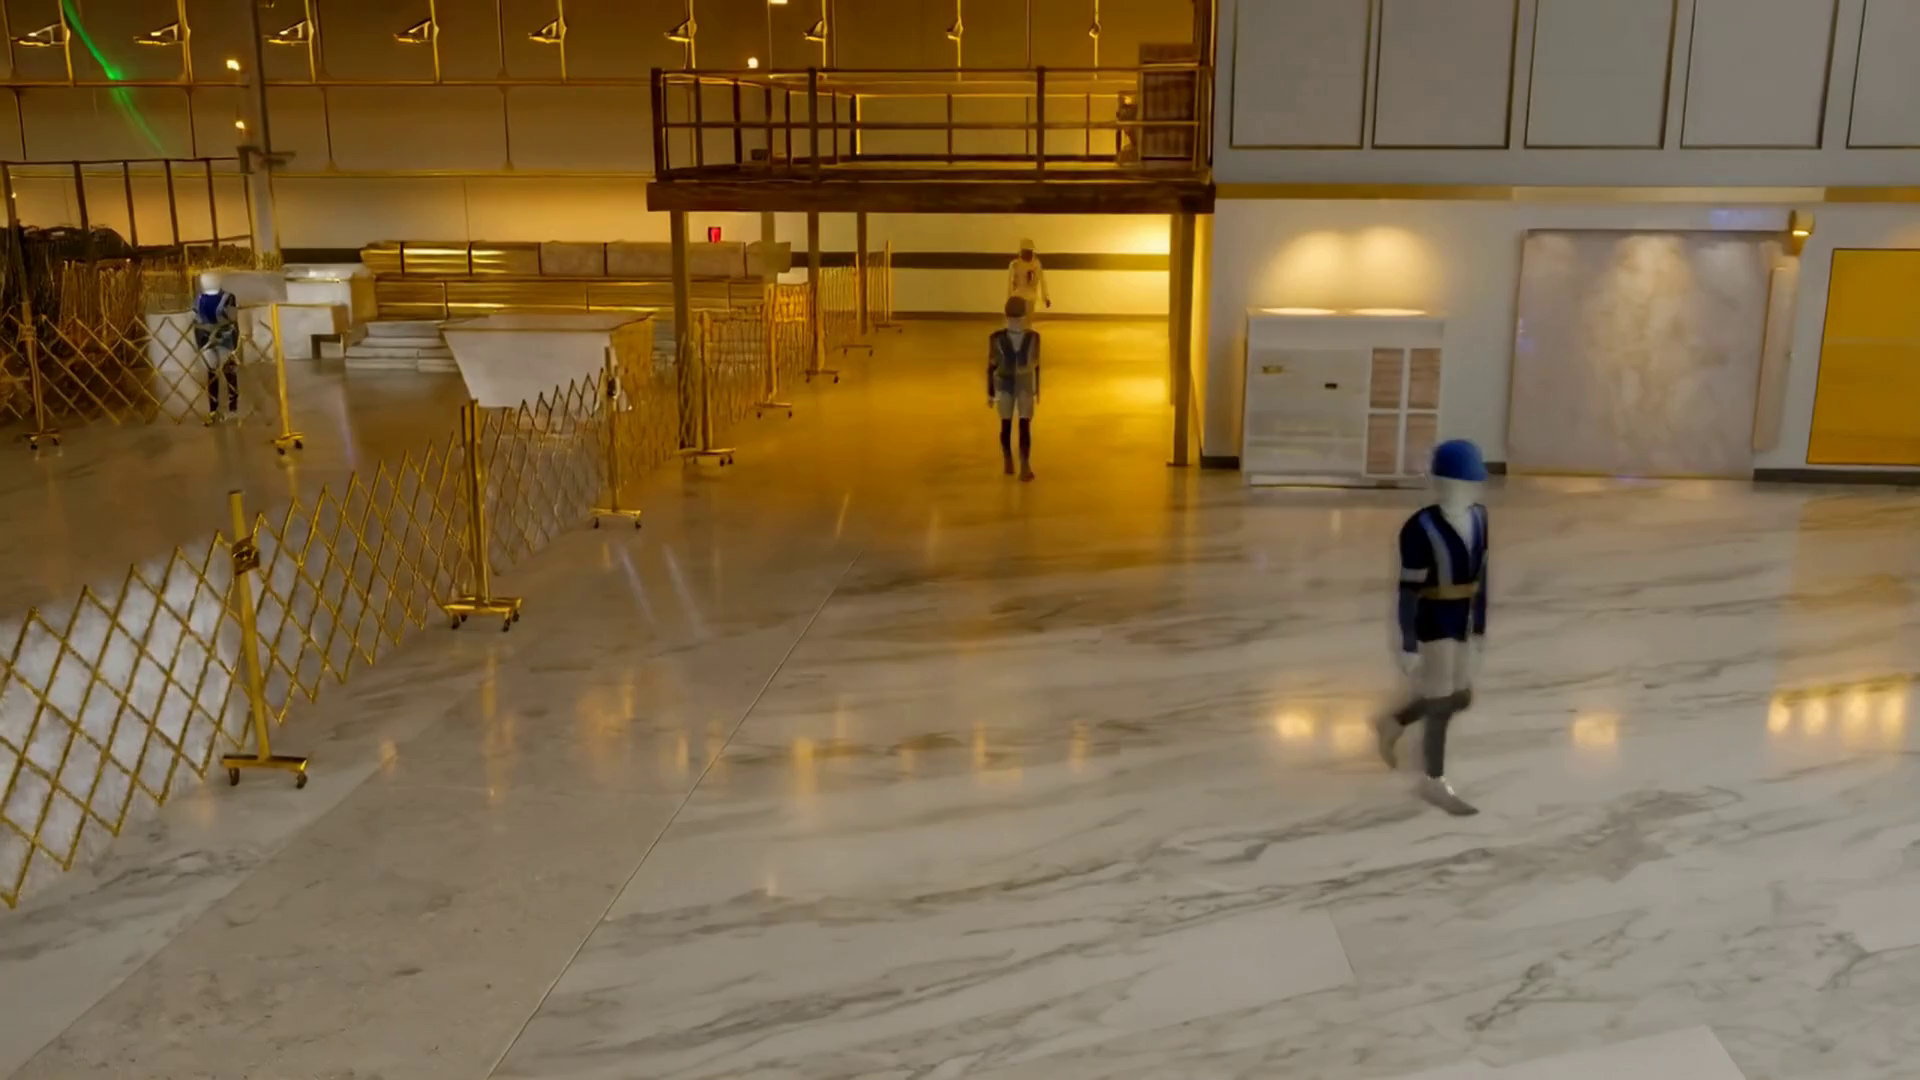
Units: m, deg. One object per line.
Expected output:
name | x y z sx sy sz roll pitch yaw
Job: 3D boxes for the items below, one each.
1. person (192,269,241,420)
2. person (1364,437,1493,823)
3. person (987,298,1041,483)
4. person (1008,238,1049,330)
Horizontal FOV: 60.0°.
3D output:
person | -9.334 -2.447 20.870 0.585 1.882 0.344 1 14 6
person | 2.490 0.433 8.798 0.612 2.028 0.723 -11 18 -38
person | 0.563 -1.552 17.207 0.572 1.878 1.005 -1 14 -6
person | 1.123 -3.892 26.763 0.611 1.895 0.833 -8 16 -29
